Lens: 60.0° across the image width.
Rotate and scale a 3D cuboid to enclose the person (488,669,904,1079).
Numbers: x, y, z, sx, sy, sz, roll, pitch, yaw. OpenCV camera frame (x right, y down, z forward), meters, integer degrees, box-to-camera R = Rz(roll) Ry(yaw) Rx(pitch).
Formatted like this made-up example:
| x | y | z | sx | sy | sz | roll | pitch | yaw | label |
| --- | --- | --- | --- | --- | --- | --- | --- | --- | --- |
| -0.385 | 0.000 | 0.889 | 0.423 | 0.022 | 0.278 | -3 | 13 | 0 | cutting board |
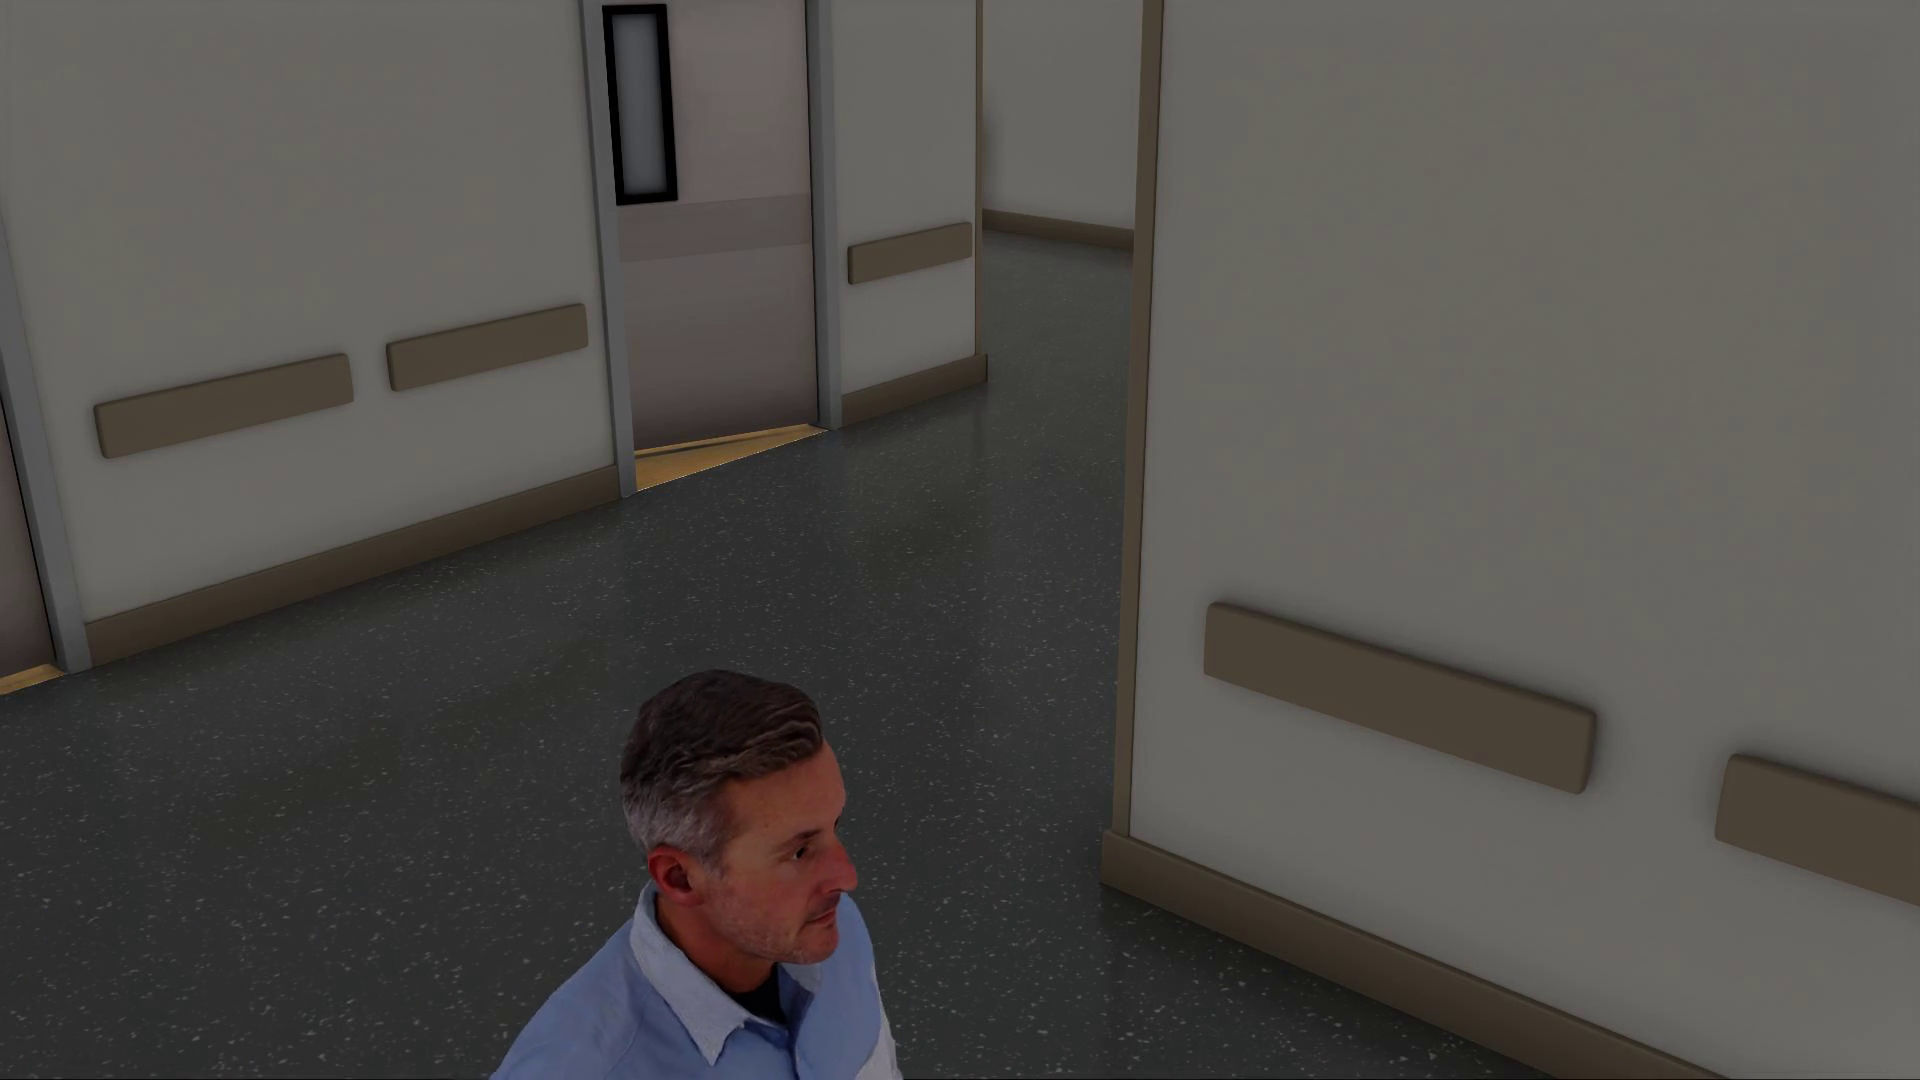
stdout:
| x | y | z | sx | sy | sz | roll | pitch | yaw | label |
| --- | --- | --- | --- | --- | --- | --- | --- | --- | --- |
| -0.332 | 0.970 | 1.830 | 0.963 | 1.783 | 1.127 | 9 | 23 | 23 | person |
